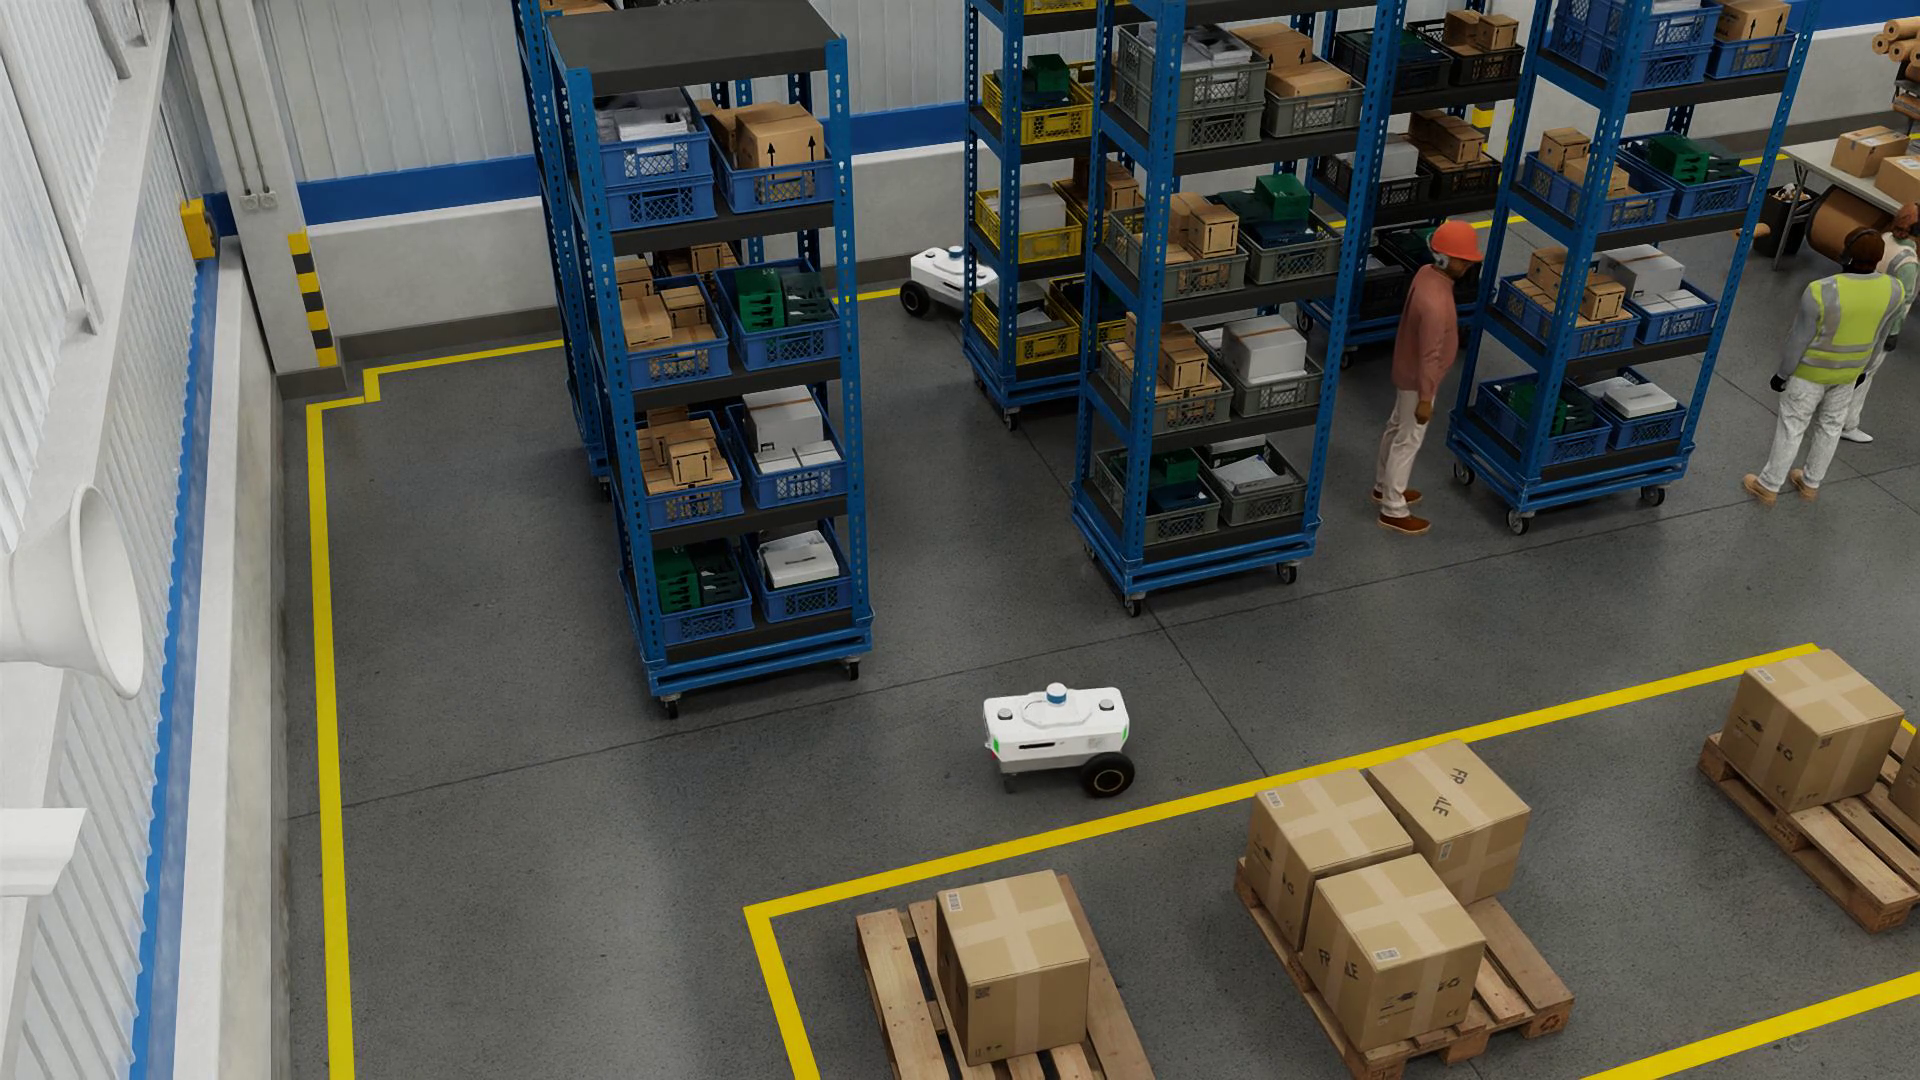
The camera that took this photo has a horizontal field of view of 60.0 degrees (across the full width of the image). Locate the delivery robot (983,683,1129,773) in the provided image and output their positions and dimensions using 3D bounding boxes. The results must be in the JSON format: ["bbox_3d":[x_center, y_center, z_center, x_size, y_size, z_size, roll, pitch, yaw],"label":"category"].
[{"bbox_3d":[0.477,0.936,8.381,0.707,0.478,0.477,-4,35,-6],"label":"delivery robot"}]

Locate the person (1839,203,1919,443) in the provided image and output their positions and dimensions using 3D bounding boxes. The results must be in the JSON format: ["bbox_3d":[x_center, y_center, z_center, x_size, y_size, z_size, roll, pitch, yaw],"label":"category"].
[{"bbox_3d":[6.008,-1.437,10.887,0.310,1.642,0.514,3,35,4],"label":"person"}]

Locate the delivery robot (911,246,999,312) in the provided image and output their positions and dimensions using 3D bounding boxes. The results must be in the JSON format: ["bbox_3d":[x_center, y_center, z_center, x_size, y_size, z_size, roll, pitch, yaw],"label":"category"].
[{"bbox_3d":[-0.031,-1.967,12.498,0.707,0.478,0.477,28,44,34],"label":"delivery robot"}]

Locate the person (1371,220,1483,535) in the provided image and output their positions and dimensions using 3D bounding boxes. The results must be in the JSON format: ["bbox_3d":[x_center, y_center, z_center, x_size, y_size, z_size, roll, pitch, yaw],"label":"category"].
[{"bbox_3d":[2.773,-0.982,9.943,0.392,1.991,0.612,5,35,6],"label":"person"}]

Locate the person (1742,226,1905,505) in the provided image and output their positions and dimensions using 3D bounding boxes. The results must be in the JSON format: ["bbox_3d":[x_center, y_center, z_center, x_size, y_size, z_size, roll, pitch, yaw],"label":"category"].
[{"bbox_3d":[5.272,-1.051,10.169,0.627,1.844,0.429,-4,35,-6],"label":"person"}]
